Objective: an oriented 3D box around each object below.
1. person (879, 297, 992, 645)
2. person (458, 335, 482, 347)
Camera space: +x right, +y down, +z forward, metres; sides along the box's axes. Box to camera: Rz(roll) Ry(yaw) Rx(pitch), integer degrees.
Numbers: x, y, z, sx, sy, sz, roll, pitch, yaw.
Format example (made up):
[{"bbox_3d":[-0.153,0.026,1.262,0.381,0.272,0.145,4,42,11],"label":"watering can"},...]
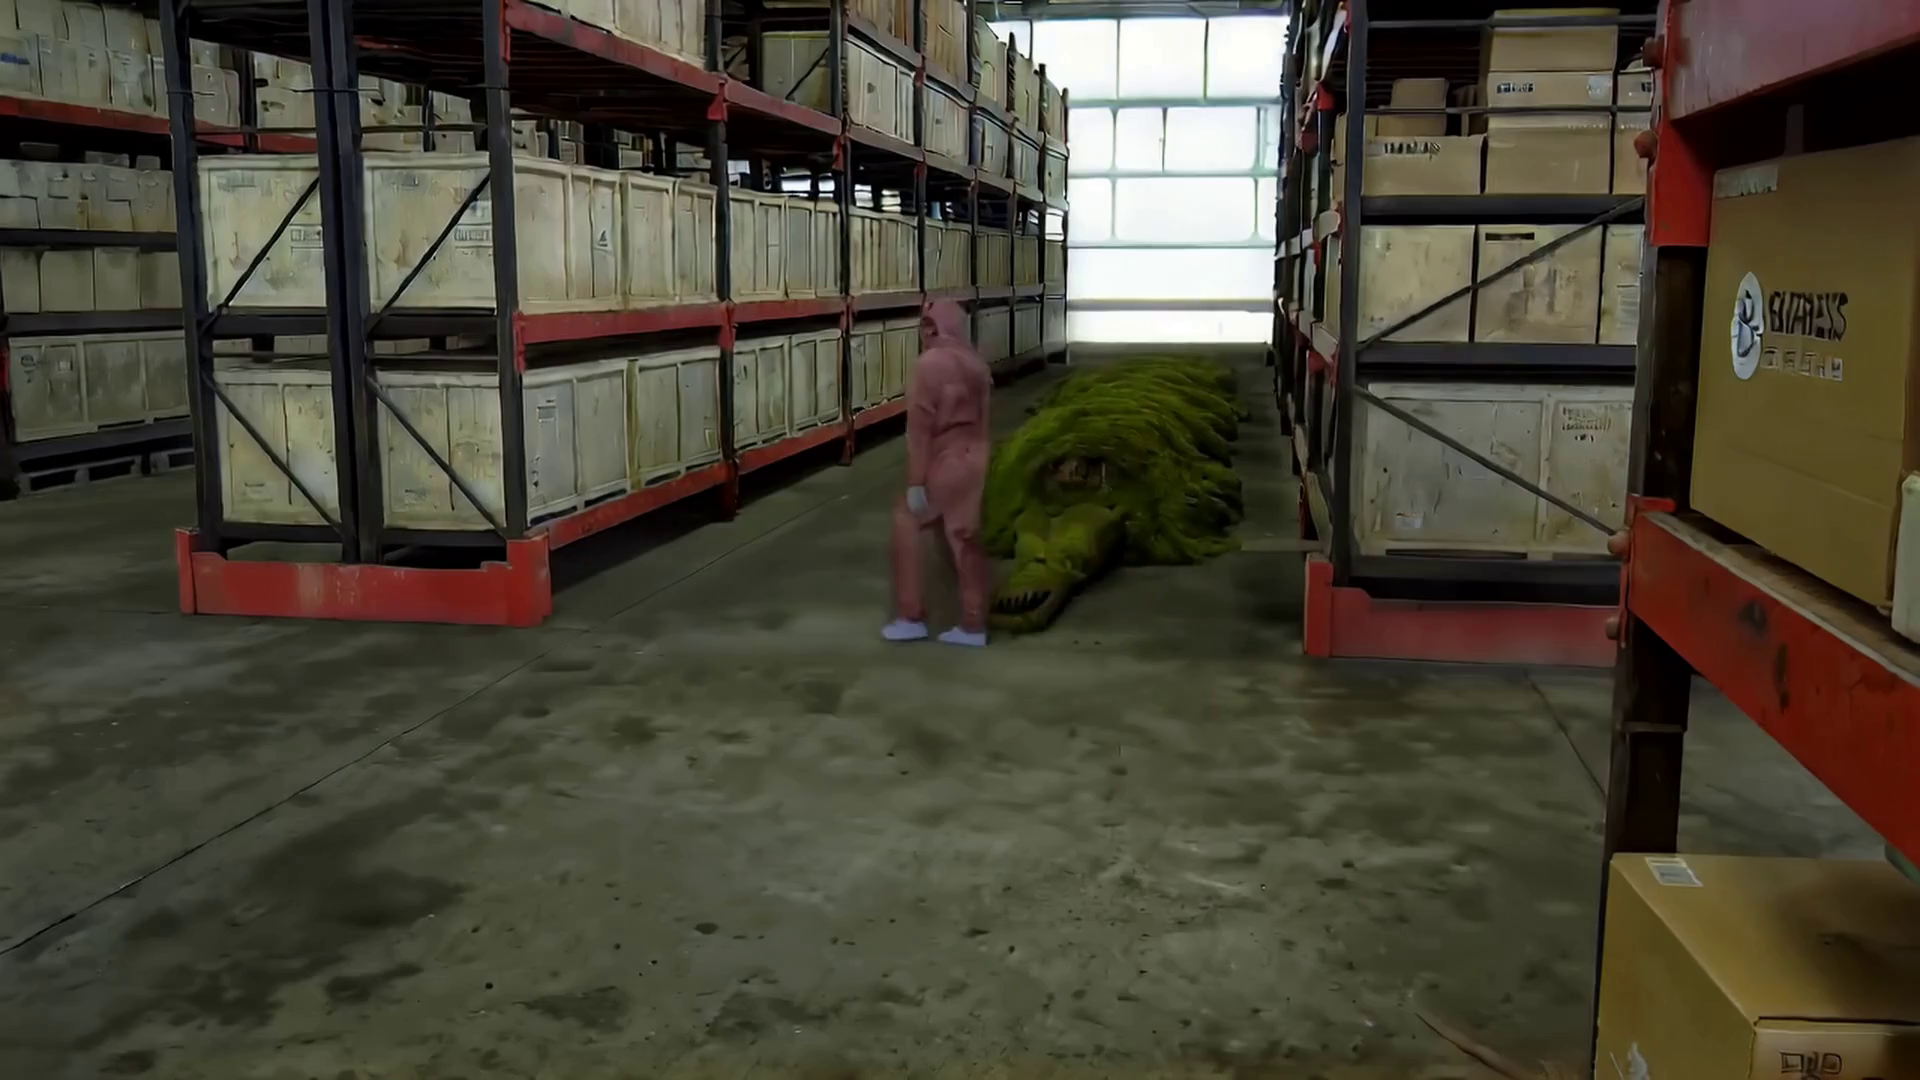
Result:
[{"bbox_3d":[-0.147,-0.374,9.067,0.728,1.879,0.677,7,12,39],"label":"person"},{"bbox_3d":[-5.158,-1.852,18.198,0.650,1.904,0.401,-5,10,-26],"label":"person"}]
